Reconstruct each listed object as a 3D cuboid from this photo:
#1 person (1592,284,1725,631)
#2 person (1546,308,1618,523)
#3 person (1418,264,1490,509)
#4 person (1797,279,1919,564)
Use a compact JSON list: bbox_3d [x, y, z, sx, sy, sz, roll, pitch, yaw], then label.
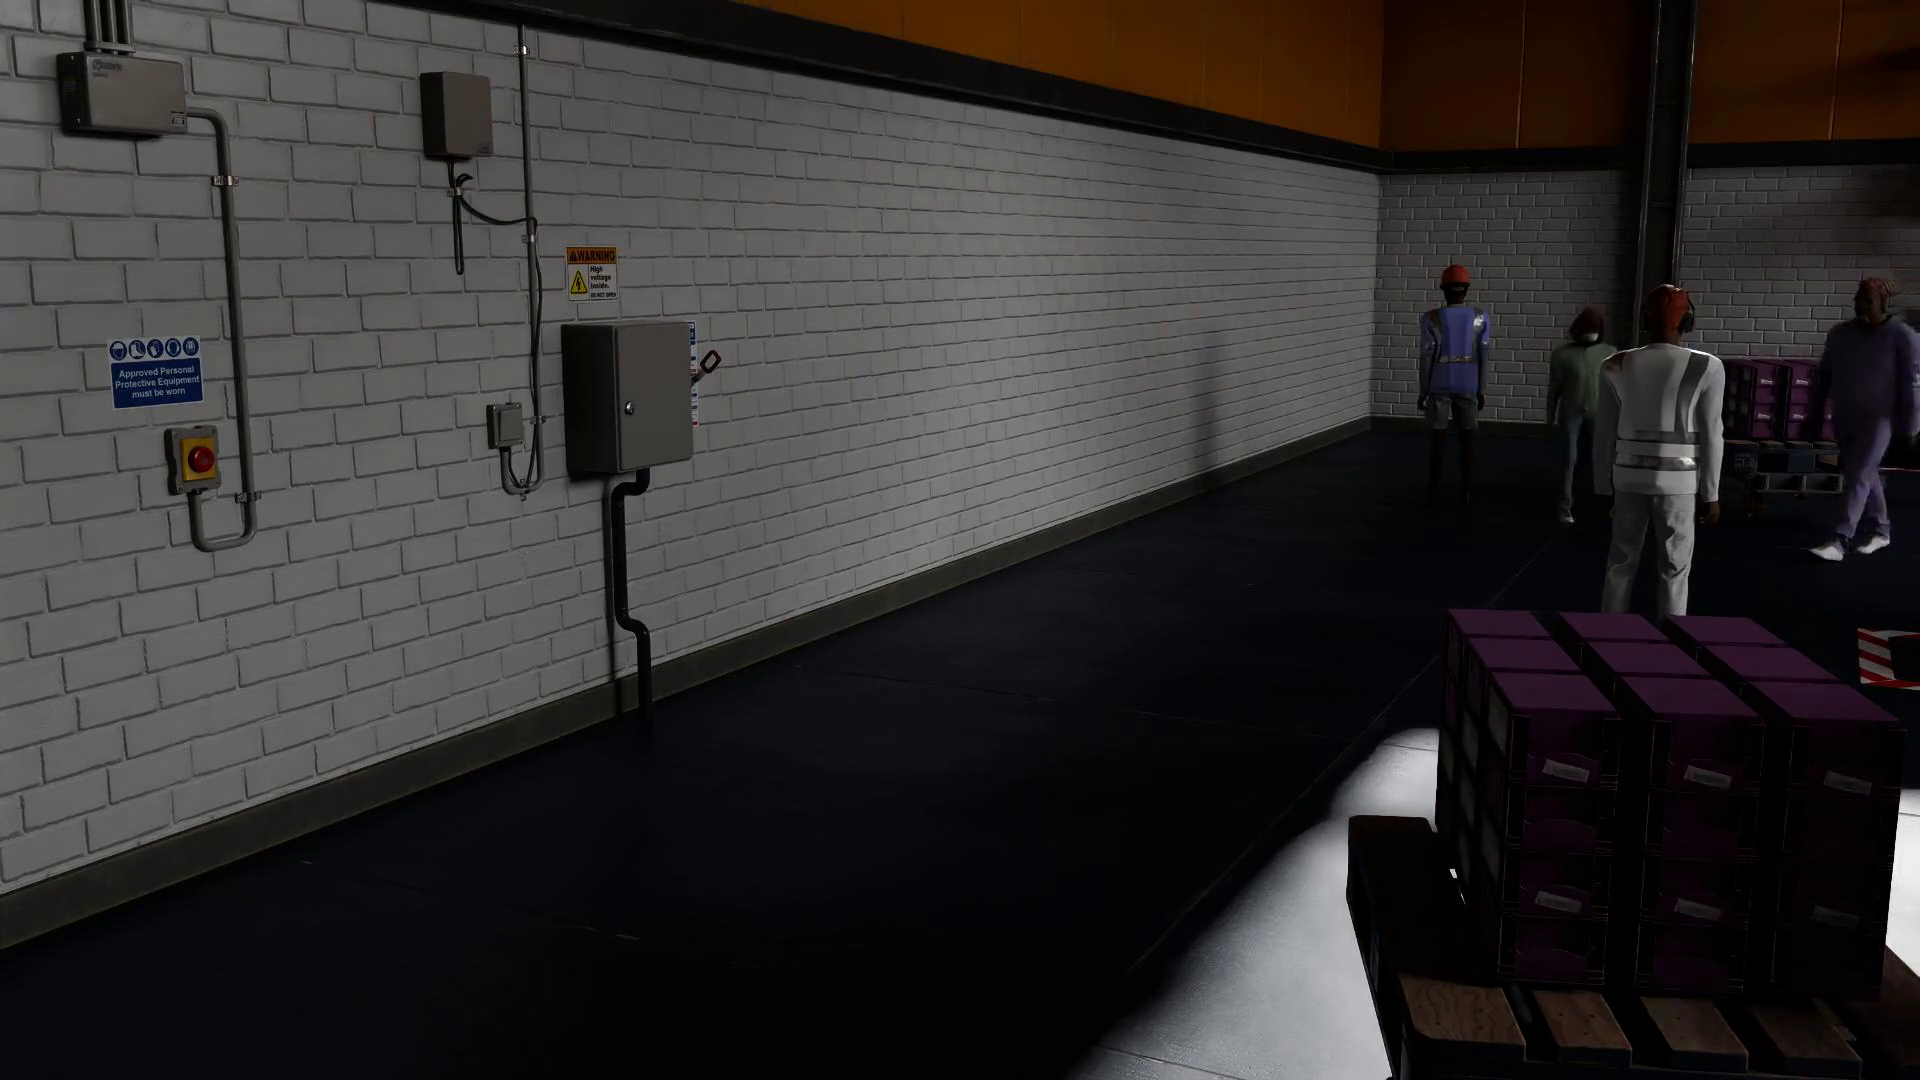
[{"bbox_3d":[3.248,-0.247,7.782,0.580,1.879,0.347,9,13,42],"label":"person"},{"bbox_3d":[4.723,-0.964,12.702,0.518,1.615,0.632,0,10,2],"label":"person"},{"bbox_3d":[3.896,-1.207,13.182,0.542,1.931,0.366,1,10,5],"label":"person"},{"bbox_3d":[5.945,-0.787,10.976,0.986,1.855,0.648,-4,11,-22],"label":"person"}]
